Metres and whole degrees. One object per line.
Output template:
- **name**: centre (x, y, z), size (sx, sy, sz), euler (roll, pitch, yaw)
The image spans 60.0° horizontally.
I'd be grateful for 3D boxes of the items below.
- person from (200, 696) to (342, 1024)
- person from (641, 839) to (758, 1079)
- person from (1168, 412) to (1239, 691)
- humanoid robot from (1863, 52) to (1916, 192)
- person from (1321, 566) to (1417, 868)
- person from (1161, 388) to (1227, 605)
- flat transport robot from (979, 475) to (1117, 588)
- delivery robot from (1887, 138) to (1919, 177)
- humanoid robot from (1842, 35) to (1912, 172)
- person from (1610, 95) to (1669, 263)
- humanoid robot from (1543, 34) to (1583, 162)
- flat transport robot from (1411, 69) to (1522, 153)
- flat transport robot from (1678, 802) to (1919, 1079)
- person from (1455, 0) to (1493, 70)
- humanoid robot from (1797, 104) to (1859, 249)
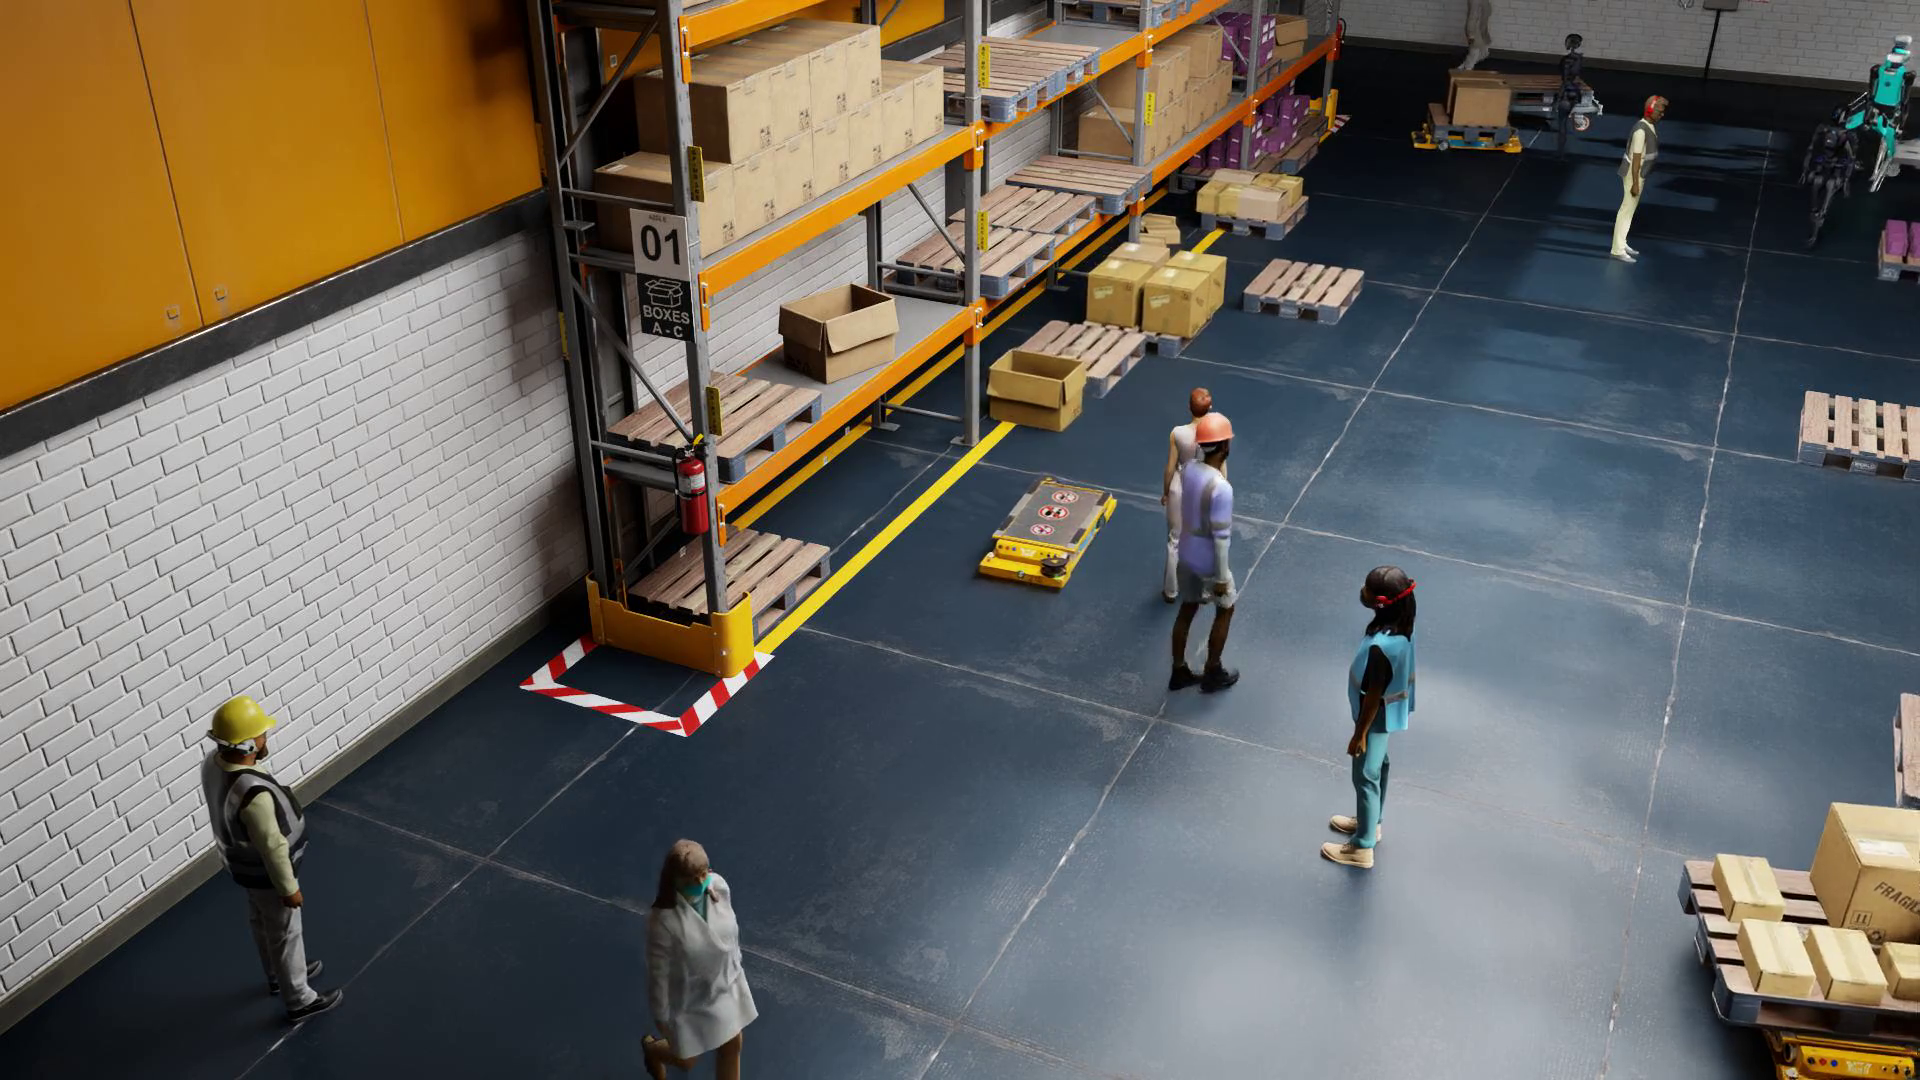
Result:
- **person**: centre (-3.408, 1.570, 8.183), size (0.403, 1.825, 0.589), euler (-23, 36, -36)
- **person**: centre (-1.221, 2.010, 7.546), size (0.500, 1.636, 0.657), euler (-24, 37, -37)
- **person**: centre (1.601, 0.099, 10.830), size (0.565, 1.897, 0.583), euler (-14, 31, -24)
- **humanoid robot**: centre (11.794, -5.316, 21.057), size (0.880, 1.782, 0.541), euler (-21, 35, -34)
- **person**: centre (2.308, 0.981, 9.237), size (0.392, 1.862, 0.498), euler (13, 31, 23)
- **person**: centre (1.661, -0.303, 11.823), size (0.458, 1.658, 0.276), euler (3, 28, 5)
- **flat transport robot**: centre (0.703, -0.080, 12.877), size (0.659, 0.231, 1.431), euler (10, 30, 19)
- **delivery robot**: centre (12.548, -4.993, 21.702), size (0.814, 0.611, 0.499), euler (11, 30, 19)
- **humanoid robot**: centre (11.845, -5.719, 21.766), size (0.761, 1.759, 0.534), euler (10, 30, 17)
- **person**: centre (7.546, -4.043, 18.573), size (0.390, 1.837, 0.562), euler (14, 31, 24)
- **humanoid robot**: centre (8.097, -5.899, 22.189), size (0.394, 1.653, 0.587), euler (16, 32, 27)
- **flat transport robot**: centre (7.013, -5.571, 23.058), size (1.431, 0.231, 0.659), euler (5, 29, 9)
- **flat transport robot**: centre (4.367, 2.321, 8.425), size (0.659, 0.231, 1.431), euler (5, 29, 8)
- **person**: centre (7.983, -7.876, 25.703), size (0.470, 1.813, 0.529), euler (21, 35, 34)
- **humanoid robot**: centre (9.860, -4.153, 18.965), size (0.687, 1.628, 0.610), euler (-20, 34, -33)
